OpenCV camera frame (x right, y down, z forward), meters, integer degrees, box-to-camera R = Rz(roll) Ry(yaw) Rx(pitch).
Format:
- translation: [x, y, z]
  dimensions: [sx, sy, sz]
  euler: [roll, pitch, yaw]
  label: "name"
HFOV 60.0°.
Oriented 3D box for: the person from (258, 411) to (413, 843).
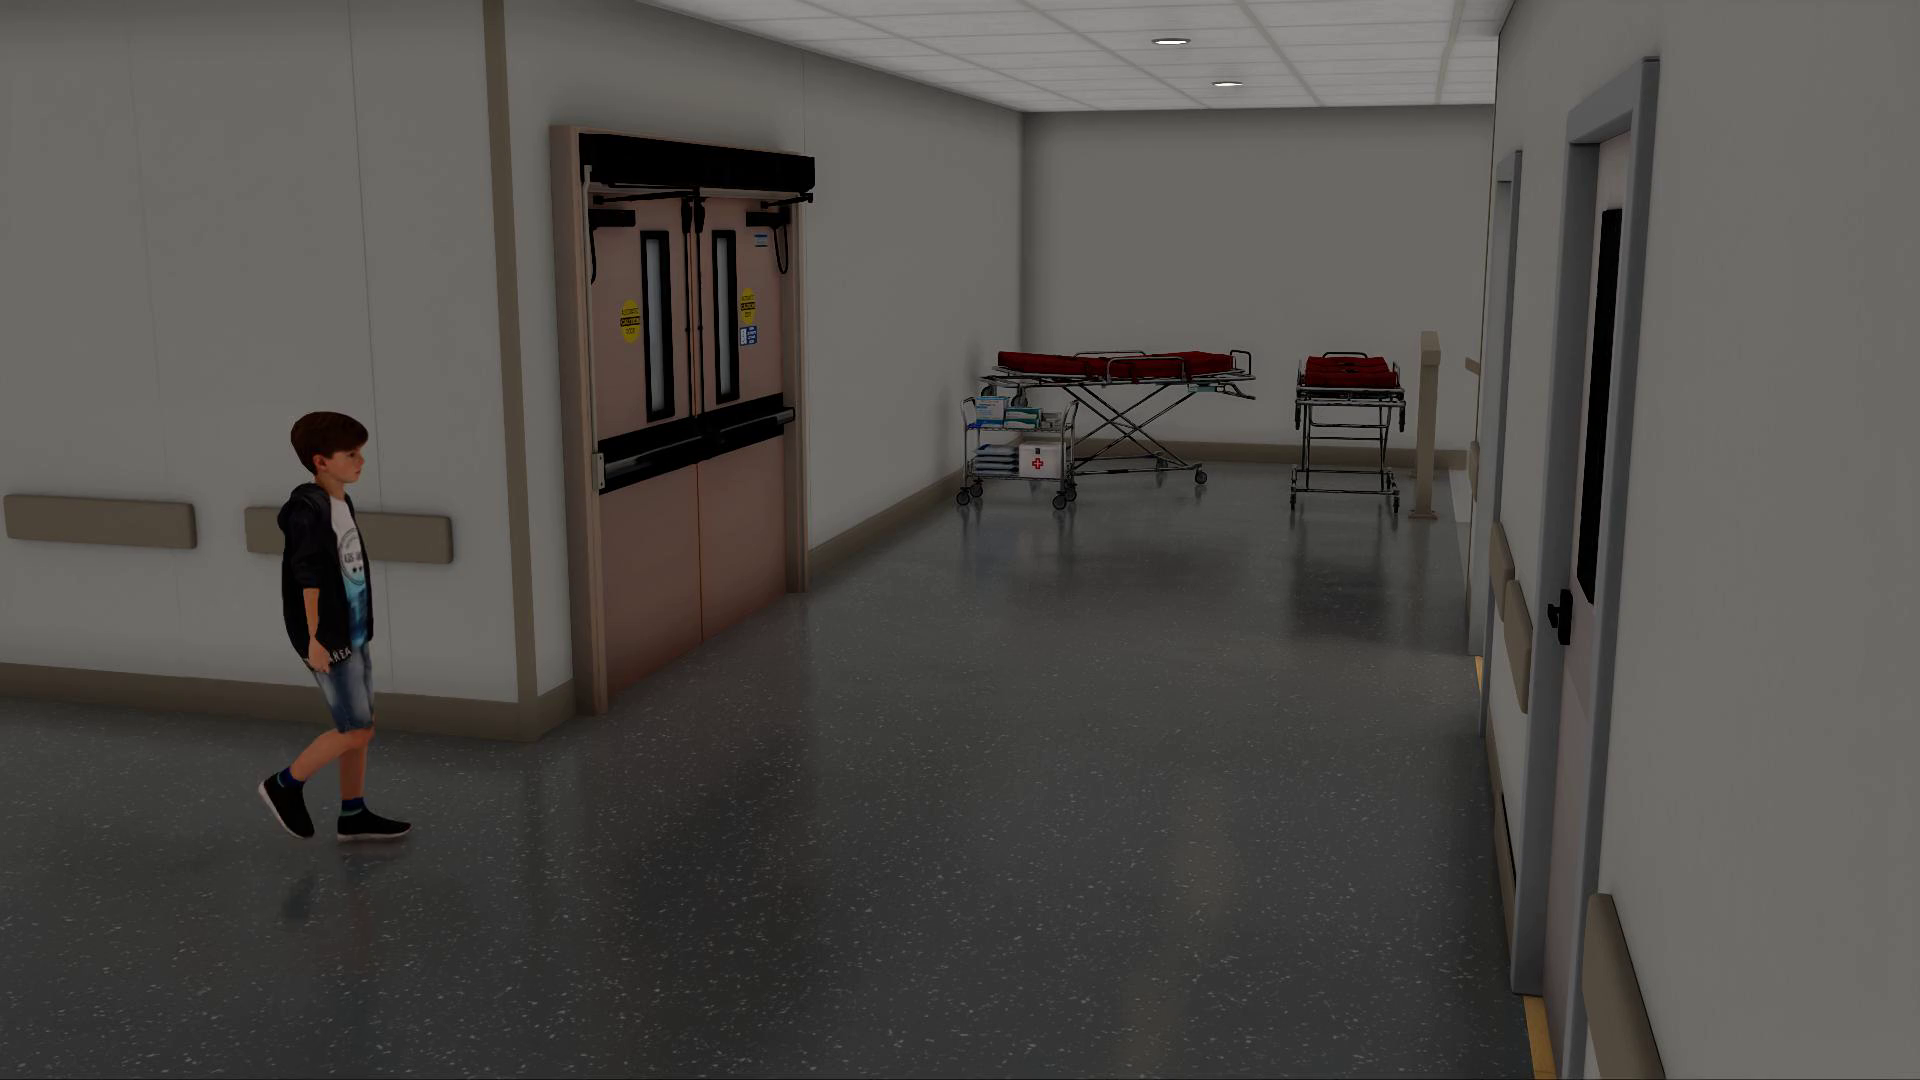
- translation: [-2.086, 0.304, 5.405]
  dimensions: [0.708, 1.440, 0.695]
  euler: [0, 11, -1]
  label: "person"
